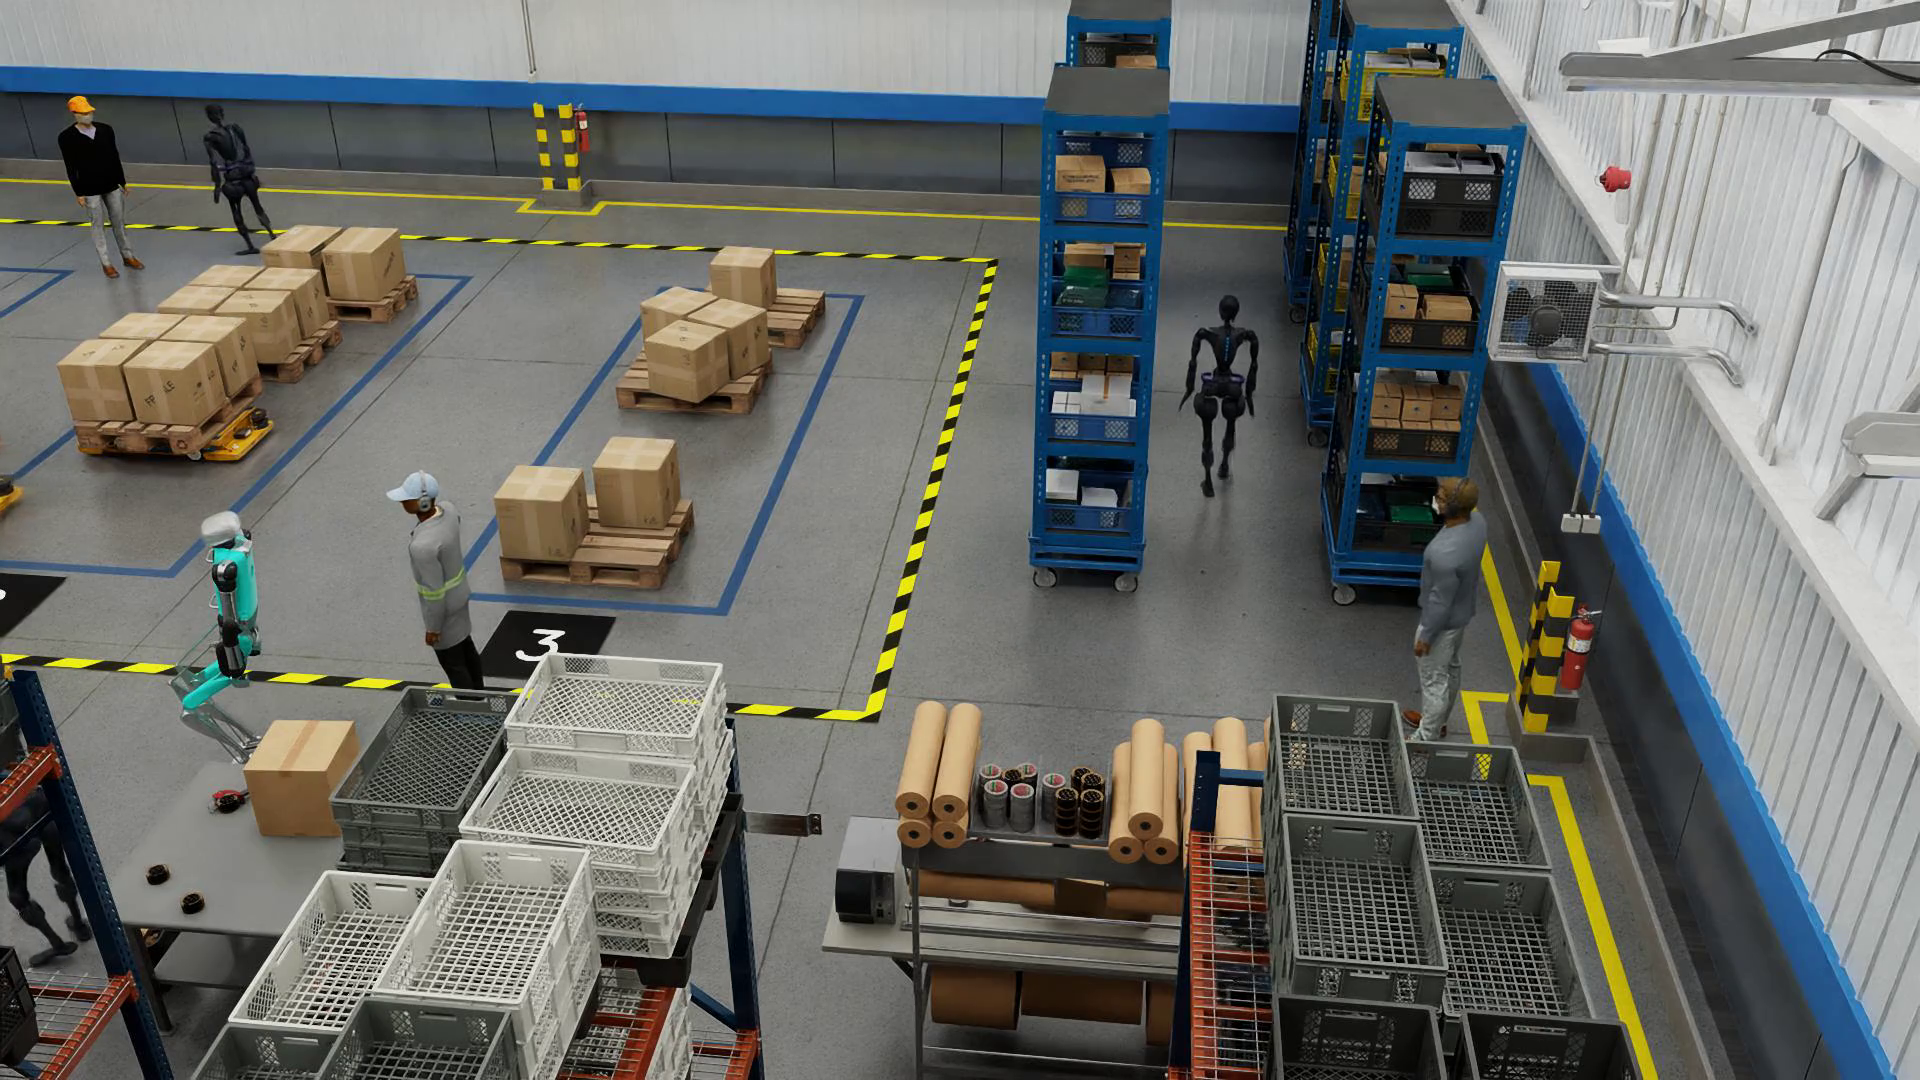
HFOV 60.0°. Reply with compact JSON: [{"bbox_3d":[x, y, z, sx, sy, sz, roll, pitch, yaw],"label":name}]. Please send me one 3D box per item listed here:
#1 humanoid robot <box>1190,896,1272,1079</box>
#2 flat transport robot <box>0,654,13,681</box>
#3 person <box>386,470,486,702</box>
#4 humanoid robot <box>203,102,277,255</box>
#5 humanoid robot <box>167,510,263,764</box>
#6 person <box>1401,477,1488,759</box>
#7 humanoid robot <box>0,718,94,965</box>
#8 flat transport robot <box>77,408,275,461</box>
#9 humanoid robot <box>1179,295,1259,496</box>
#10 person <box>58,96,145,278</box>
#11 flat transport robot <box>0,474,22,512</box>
[{"bbox_3d":[1.211,2.276,7.399,0.614,1.623,0.723,-22,37,-33],"label":"humanoid robot"},{"bbox_3d":[-7.142,0.969,11.010,1.431,0.231,0.659,3,30,6],"label":"flat transport robot"},{"bbox_3d":[-3.260,0.393,10.423,0.373,1.852,0.597,0,30,0],"label":"person"},{"bbox_3d":[-7.772,-3.895,17.971,0.492,1.645,0.610,13,33,21],"label":"humanoid robot"},{"bbox_3d":[-4.512,0.625,10.003,0.735,1.681,0.533,-5,31,-9],"label":"humanoid robot"},{"bbox_3d":[2.951,0.475,10.199,0.375,1.940,0.627,18,35,28],"label":"person"},{"bbox_3d":[-4.919,1.472,8.742,0.382,1.643,0.600,8,31,14],"label":"humanoid robot"},{"bbox_3d":[-6.728,-0.944,14.268,1.431,0.197,0.652,3,30,6],"label":"flat transport robot"},{"bbox_3d":[2.065,-1.187,13.324,0.599,1.644,0.557,2,30,3],"label":"humanoid robot"},{"bbox_3d":[-9.015,-3.708,17.439,0.362,1.884,0.585,20,36,30],"label":"person"},{"bbox_3d":[-8.333,-0.326,13.206,1.431,0.197,0.652,3,30,6],"label":"flat transport robot"}]
